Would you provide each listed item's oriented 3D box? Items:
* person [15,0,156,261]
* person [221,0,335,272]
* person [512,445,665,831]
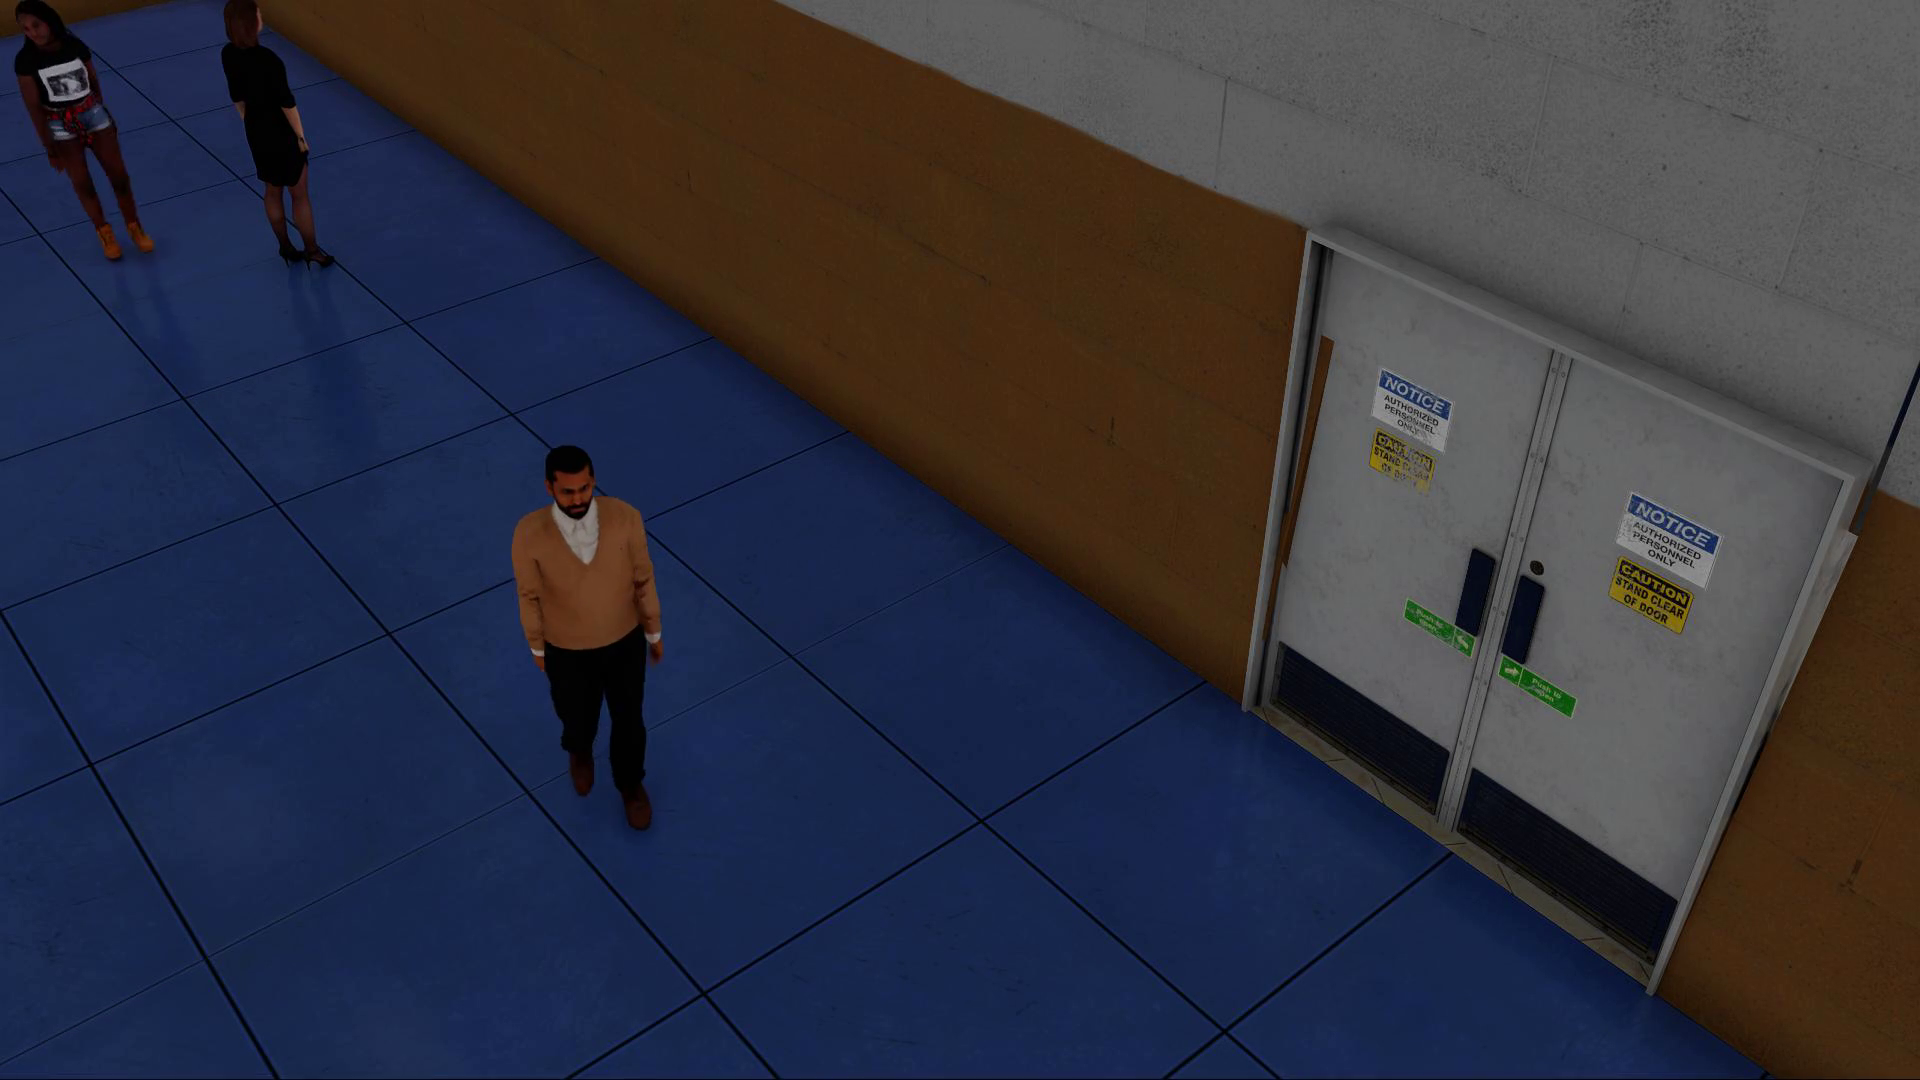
[{"bbox_3d":[-5.405,-2.508,10.204,0.663,1.692,0.606,27,44,31],"label":"person"},{"bbox_3d":[-4.171,-2.450,10.103,0.656,1.706,0.649,13,39,17],"label":"person"},{"bbox_3d":[-1.412,0.335,6.374,0.766,1.744,0.822,-15,39,-19],"label":"person"}]
